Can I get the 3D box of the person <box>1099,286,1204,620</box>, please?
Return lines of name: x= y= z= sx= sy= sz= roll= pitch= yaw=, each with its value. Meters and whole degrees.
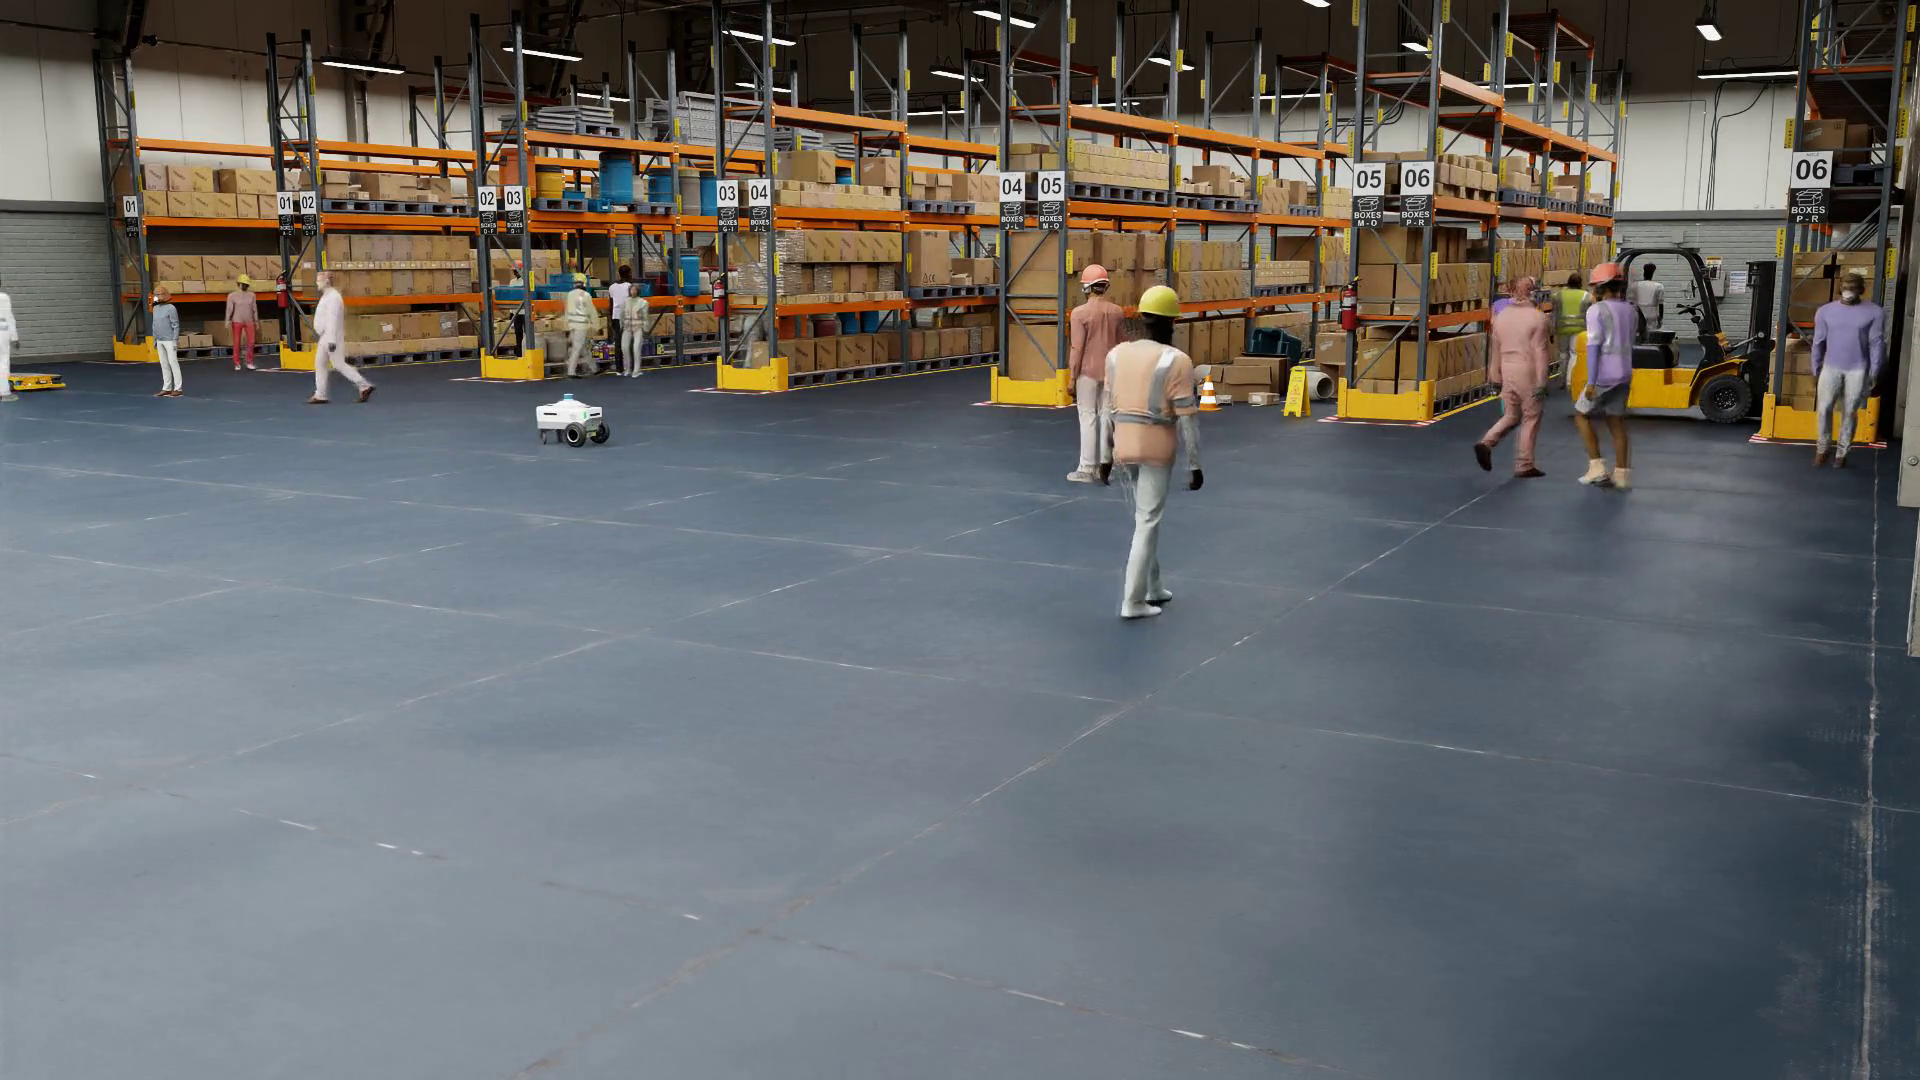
person: x=1.154 y=-0.504 z=9.599 sx=0.751 sy=1.898 sz=0.611 roll=-9 pitch=13 yaw=-43

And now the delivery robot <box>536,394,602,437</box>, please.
delivery robot: x=-4.305 y=-1.365 z=18.299 sx=0.707 sy=0.478 sz=0.477 roll=4 pitch=11 yaw=24

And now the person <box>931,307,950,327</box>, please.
person: x=-0.459 y=-6.164 z=42.842 sx=0.997 sy=1.886 sz=0.569 roll=-8 pitch=12 yaw=-38

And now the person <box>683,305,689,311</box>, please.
person: x=-7.338 y=-6.263 z=43.627 sx=0.599 sy=1.798 sz=0.882 roll=4 pitch=11 yaw=24

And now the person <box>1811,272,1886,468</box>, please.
person: x=8.612 y=-1.634 z=16.181 sx=0.630 sy=1.921 sz=0.594 roll=6 pitch=11 yaw=31

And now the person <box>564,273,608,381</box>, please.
person: x=-6.260 y=-3.565 z=27.853 sx=0.945 sy=1.776 sz=0.609 roll=-10 pitch=14 yaw=-44

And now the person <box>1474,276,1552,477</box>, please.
person: x=5.216 y=-1.511 z=15.533 sx=0.616 sy=1.889 sz=0.649 roll=-4 pitch=11 yaw=-23

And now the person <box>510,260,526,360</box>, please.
person: x=-8.568 y=-4.458 z=32.471 sx=0.623 sy=1.992 sz=0.392 roll=5 pitch=11 yaw=28

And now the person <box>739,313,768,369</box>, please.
person: x=-3.524 y=-3.613 z=28.405 sx=0.503 sy=1.695 sz=0.914 roll=5 pitch=11 yaw=26

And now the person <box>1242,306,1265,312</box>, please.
person: x=6.326 y=-4.947 z=35.786 sx=0.523 sy=1.848 sz=0.741 roll=5 pitch=11 yaw=26

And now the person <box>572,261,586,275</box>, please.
person: x=-8.935 y=-5.562 z=38.877 sx=0.612 sy=2.023 sz=0.800 roll=6 pitch=11 yaw=31

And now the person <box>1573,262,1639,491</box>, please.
person: x=5.725 y=-1.440 z=14.742 sx=0.691 sy=2.012 sz=0.562 roll=-6 pitch=11 yaw=-31

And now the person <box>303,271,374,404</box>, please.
person: x=-8.779 y=-2.843 z=23.379 sx=0.884 sy=1.877 sz=0.651 roll=-6 pitch=11 yaw=-30

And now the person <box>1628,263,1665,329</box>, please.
person: x=12.444 y=-4.047 z=30.210 sx=0.636 sy=1.942 sz=0.596 roll=4 pitch=10 yaw=20

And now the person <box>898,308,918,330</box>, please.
person: x=-1.212 y=-5.195 z=37.362 sx=0.537 sy=1.794 sz=0.963 roll=5 pitch=11 yaw=27

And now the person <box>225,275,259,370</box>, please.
person: x=-12.982 y=-3.923 z=30.102 sx=0.649 sy=1.718 sz=0.815 roll=-9 pitch=13 yaw=-43

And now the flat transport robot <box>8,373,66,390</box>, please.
flat transport robot: x=-14.712 y=-2.482 z=25.947 sx=1.431 sy=0.197 sz=0.652 roll=5 pitch=11 yaw=28

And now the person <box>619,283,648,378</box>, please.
person: x=-5.553 y=-3.555 z=28.255 sx=0.530 sy=1.617 sz=0.477 roll=1 pitch=10 yaw=7

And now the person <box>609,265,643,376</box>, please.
person: x=-5.836 y=-3.811 z=28.918 sx=0.590 sy=1.916 sz=0.399 roll=5 pitch=11 yaw=28

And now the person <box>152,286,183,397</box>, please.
person: x=-11.733 y=-2.927 z=24.566 sx=0.508 sy=1.632 sz=0.264 roll=5 pitch=11 yaw=28

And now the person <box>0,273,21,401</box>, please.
person: x=-13.718 y=-2.895 z=23.679 sx=0.586 sy=1.869 sz=0.441 roll=3 pitch=10 yaw=15

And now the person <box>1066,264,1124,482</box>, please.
person: x=1.236 y=-1.527 z=15.313 sx=0.612 sy=1.995 sz=0.382 roll=-7 pitch=12 yaw=-36

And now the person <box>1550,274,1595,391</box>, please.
person: x=9.540 y=-3.229 z=25.876 sx=0.649 sy=1.790 sz=0.952 roll=5 pitch=11 yaw=28

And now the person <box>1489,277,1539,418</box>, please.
person: x=7.048 y=-2.439 z=21.207 sx=0.578 sy=1.795 sz=0.947 roll=3 pitch=10 yaw=18
